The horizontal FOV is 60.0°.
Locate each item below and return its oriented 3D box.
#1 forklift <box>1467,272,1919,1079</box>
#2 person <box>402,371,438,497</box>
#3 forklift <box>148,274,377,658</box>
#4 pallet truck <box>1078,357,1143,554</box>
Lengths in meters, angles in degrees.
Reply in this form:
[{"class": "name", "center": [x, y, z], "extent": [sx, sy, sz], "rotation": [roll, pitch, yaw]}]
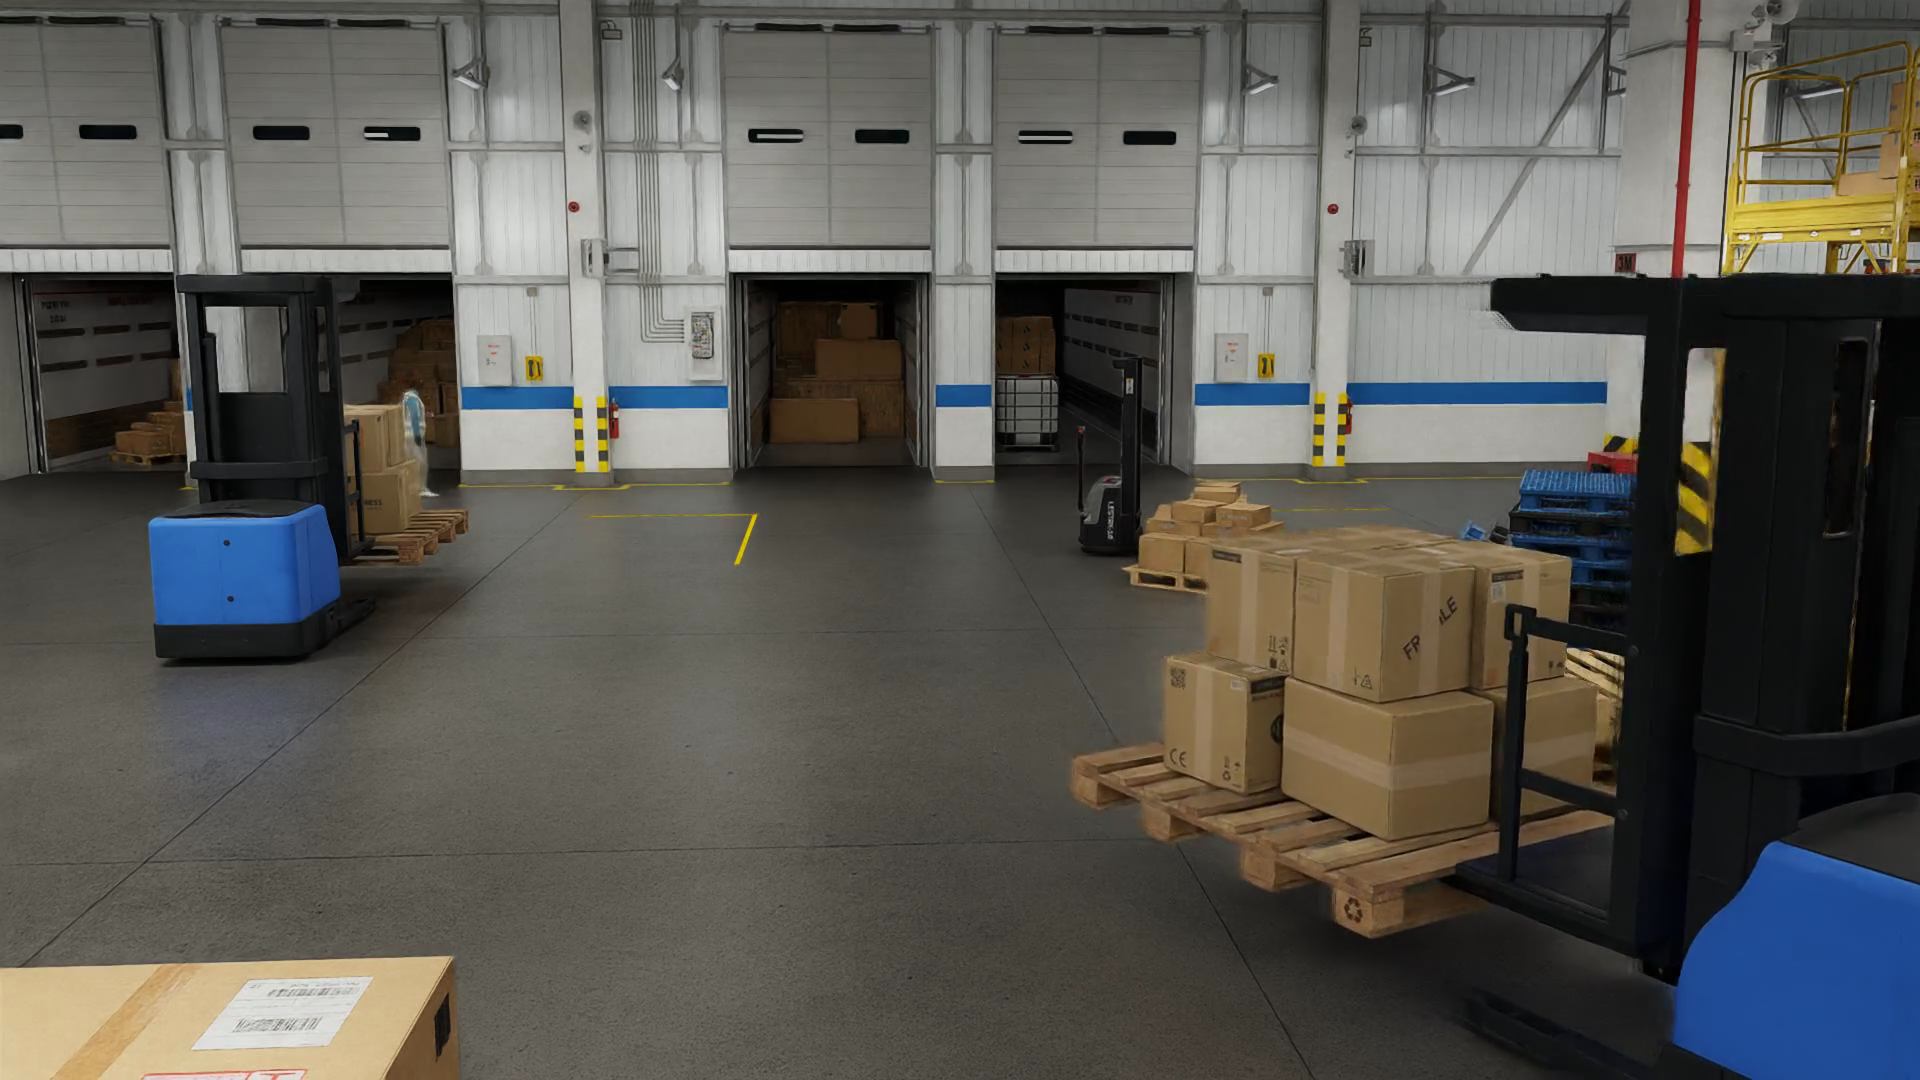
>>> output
[{"class": "forklift", "center": [2.828, 0.532, 5.405], "extent": [1.129, 2.768, 1.873], "rotation": [-5, 11, -30]}, {"class": "person", "center": [-6.928, -1.321, 20.964], "extent": [0.521, 1.619, 0.527], "rotation": [-2, 9, -13]}, {"class": "forklift", "center": [-5.348, -0.627, 12.681], "extent": [1.129, 2.768, 1.873], "rotation": [-1, 9, -4]}, {"class": "pallet truck", "center": [2.088, -0.836, 16.757], "extent": [1.885, 1.965, 0.823], "rotation": [2, 9, 13]}]
